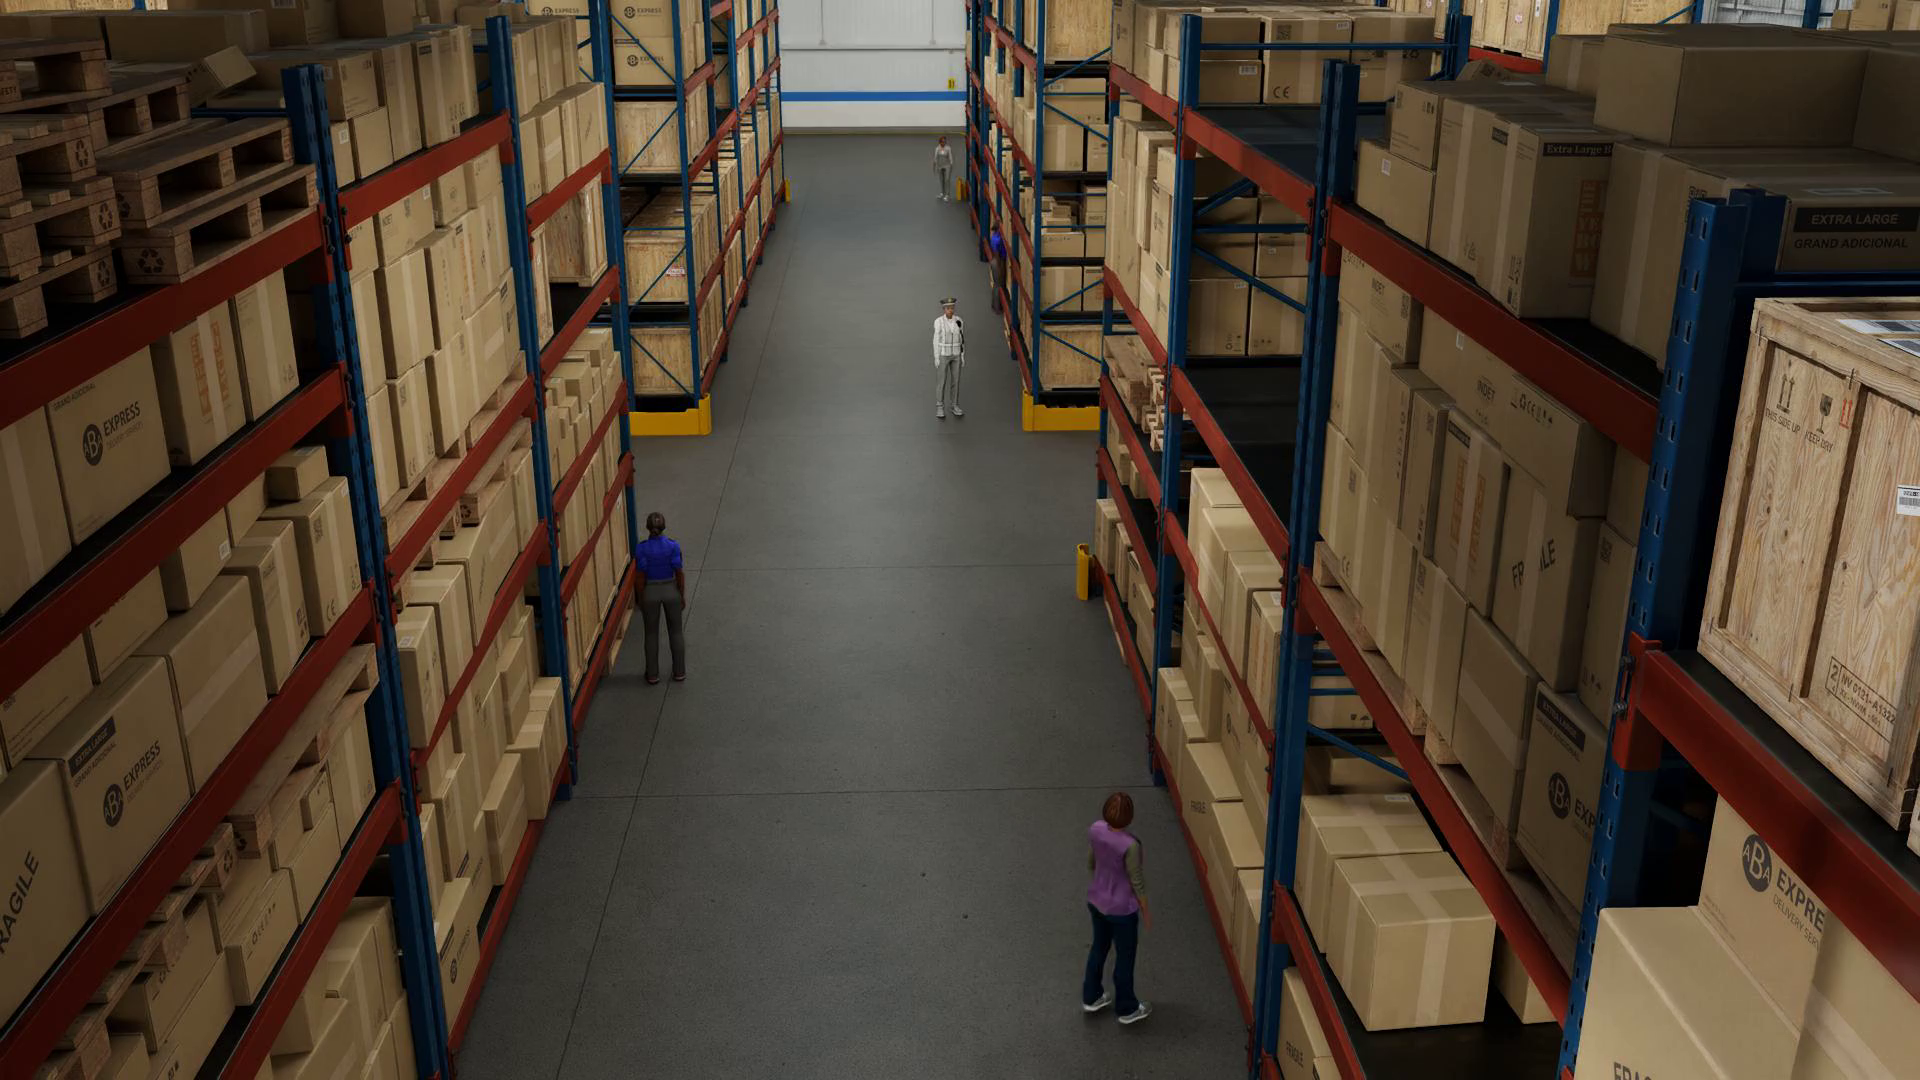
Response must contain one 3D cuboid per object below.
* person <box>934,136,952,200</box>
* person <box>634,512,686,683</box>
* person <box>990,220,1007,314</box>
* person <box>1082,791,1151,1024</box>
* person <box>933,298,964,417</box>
[{"bbox_3d":[-0.429,-9.377,41.878,0.441,1.553,0.787,6,21,15],"label":"person"},{"bbox_3d":[-2.749,0.510,15.283,0.441,1.658,0.351,-5,21,-12],"label":"person"},{"bbox_3d":[0.721,-4.899,29.780,0.352,1.657,0.437,-4,21,-12],"label":"person"},{"bbox_3d":[1.004,2.306,10.508,0.382,1.616,0.464,-16,26,-36],"label":"person"},{"bbox_3d":[-0.151,-2.611,23.606,0.457,1.693,0.367,-7,22,-18],"label":"person"}]
